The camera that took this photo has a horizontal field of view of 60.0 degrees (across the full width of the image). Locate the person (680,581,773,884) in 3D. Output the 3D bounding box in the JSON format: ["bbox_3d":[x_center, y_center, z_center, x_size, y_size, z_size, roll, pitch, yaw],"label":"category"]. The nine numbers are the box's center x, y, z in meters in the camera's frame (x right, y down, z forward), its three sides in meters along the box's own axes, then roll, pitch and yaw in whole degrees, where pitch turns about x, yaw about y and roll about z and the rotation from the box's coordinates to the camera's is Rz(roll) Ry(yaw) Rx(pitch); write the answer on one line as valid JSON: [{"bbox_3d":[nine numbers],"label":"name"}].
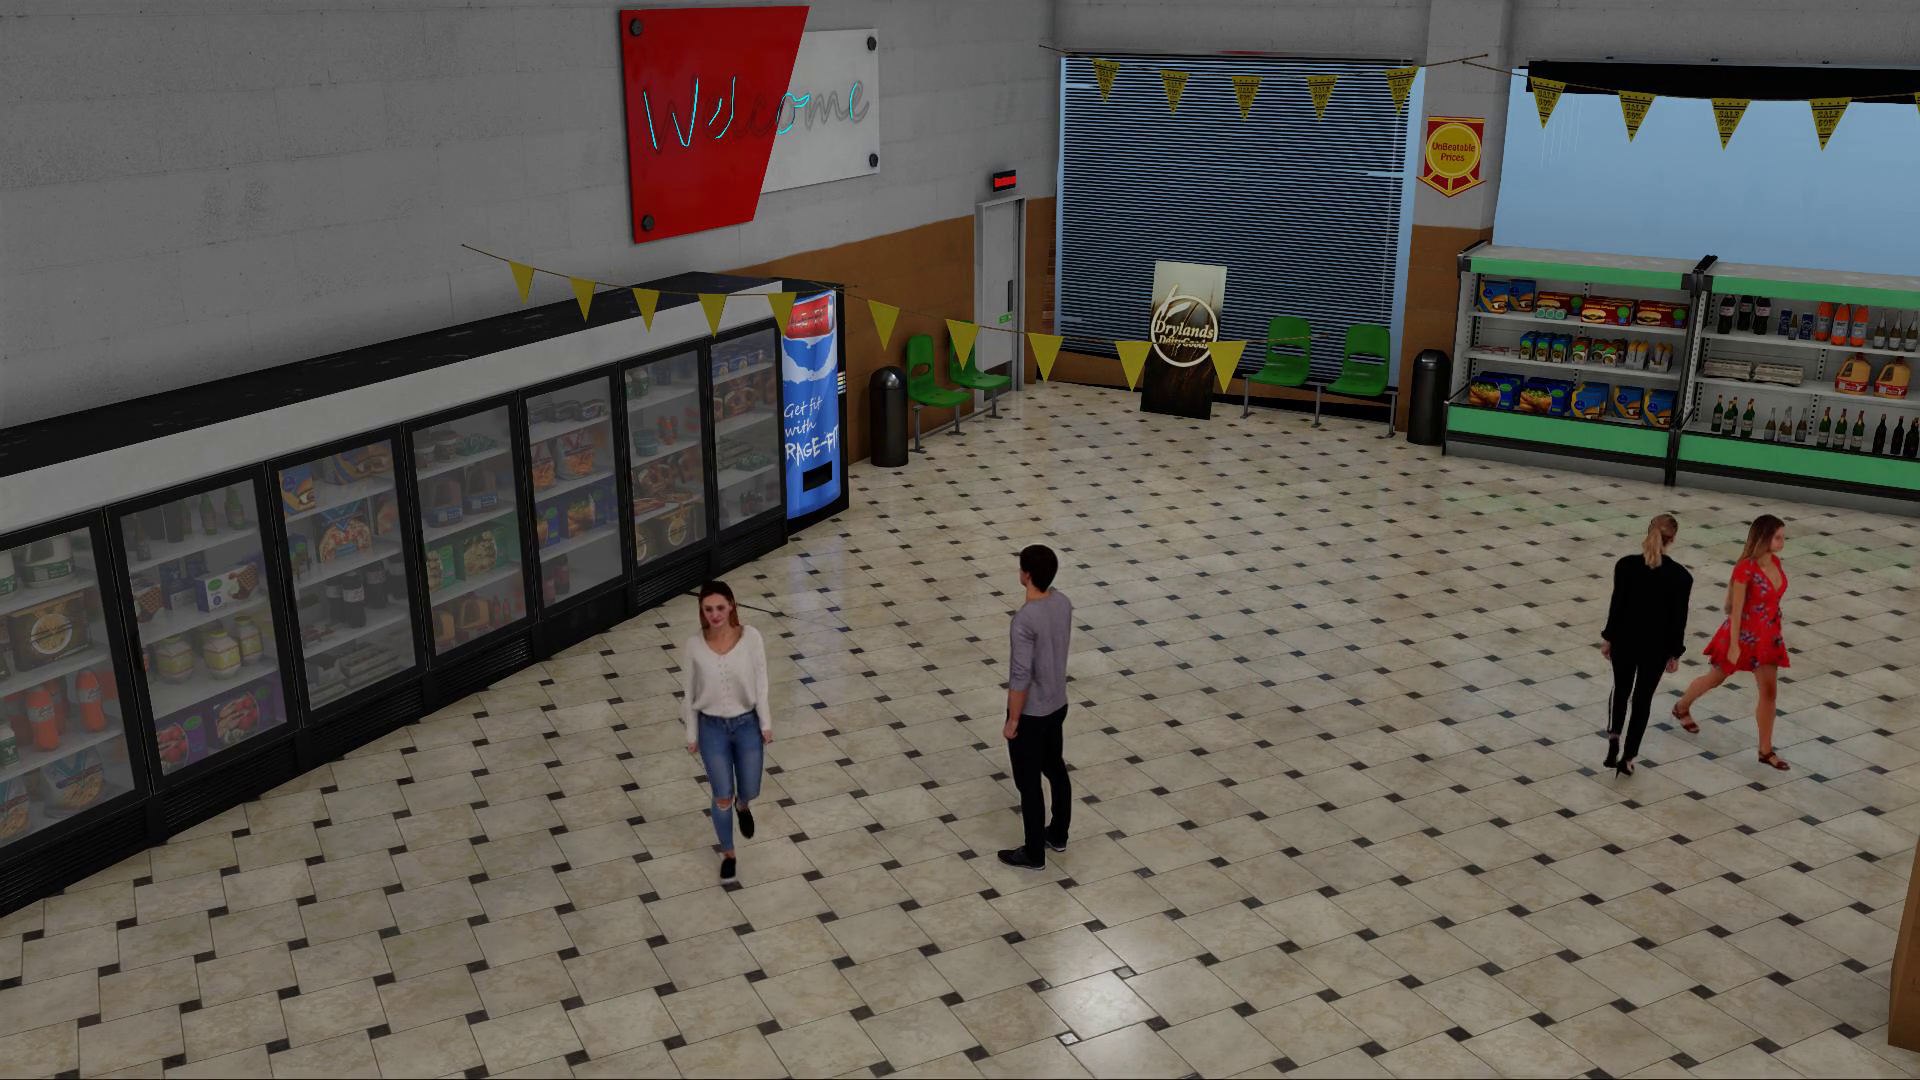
[{"bbox_3d":[-1.249,0.998,8.986,0.863,1.681,0.911,-2,19,-7],"label":"person"}]

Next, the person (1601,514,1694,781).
[{"bbox_3d":[4.031,0.686,9.902,0.607,1.687,0.704,12,22,32],"label":"person"}]

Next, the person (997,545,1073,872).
[{"bbox_3d":[0.429,0.898,9.031,0.566,1.843,0.677,14,23,35],"label":"person"}]

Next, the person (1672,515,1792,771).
[{"bbox_3d":[4.831,0.596,10.377,0.964,1.554,1.150,-9,21,-25],"label":"person"}]
